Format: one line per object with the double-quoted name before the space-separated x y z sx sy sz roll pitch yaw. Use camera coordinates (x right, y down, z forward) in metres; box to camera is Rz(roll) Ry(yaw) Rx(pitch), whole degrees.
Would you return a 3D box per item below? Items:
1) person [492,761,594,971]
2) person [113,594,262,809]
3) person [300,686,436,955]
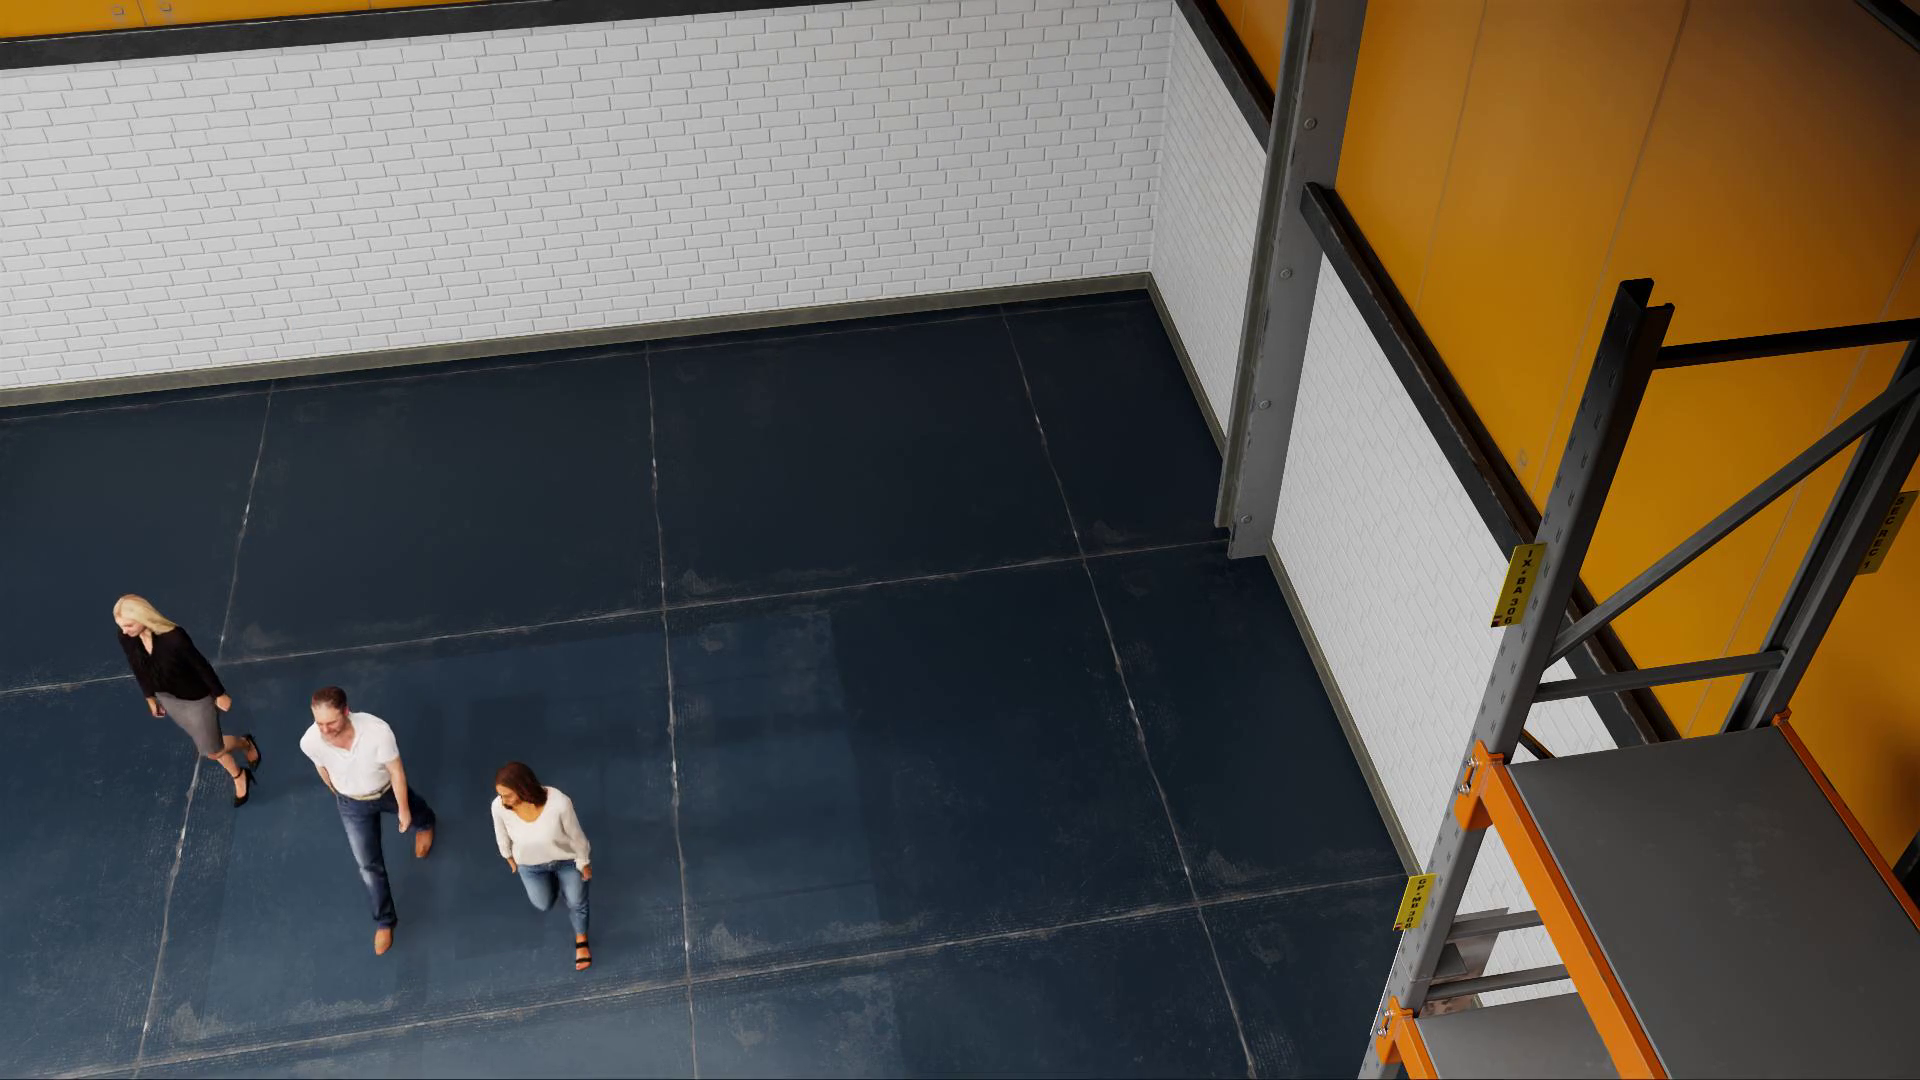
"person" -2.250 1.677 9.151 0.658 1.657 0.826 -7 44 -7
"person" -4.525 0.878 9.871 0.750 1.821 0.824 6 44 6
"person" -3.272 1.349 9.387 0.704 1.805 1.243 -4 44 -4
